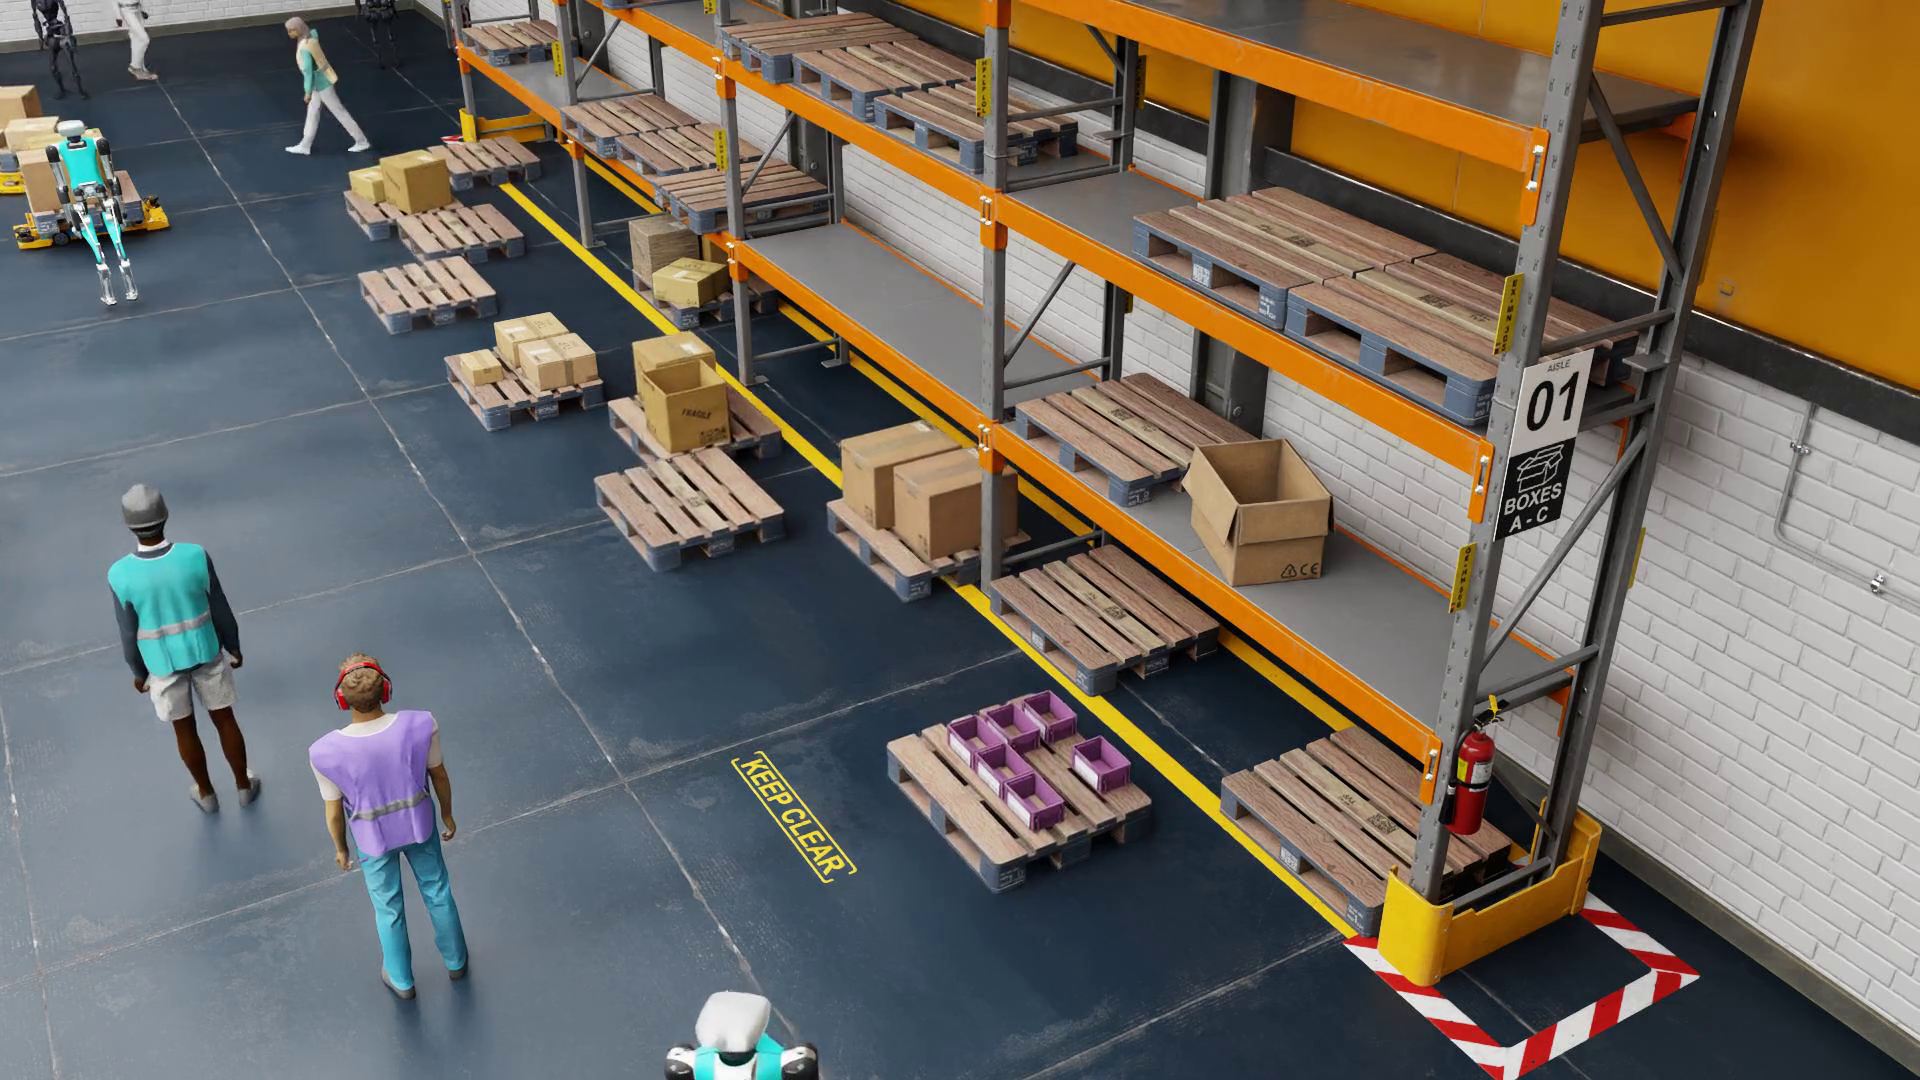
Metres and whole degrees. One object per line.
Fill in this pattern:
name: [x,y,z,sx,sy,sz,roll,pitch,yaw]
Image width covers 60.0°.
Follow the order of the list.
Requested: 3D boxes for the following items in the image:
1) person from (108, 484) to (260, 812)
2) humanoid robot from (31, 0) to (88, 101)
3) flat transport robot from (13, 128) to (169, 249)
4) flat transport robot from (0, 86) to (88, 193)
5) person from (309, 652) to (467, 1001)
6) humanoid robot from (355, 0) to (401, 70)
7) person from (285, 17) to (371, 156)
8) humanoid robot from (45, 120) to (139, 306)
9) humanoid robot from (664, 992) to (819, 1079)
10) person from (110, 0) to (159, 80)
person: [-4.148,0.603,8.900,0.573,1.926,0.488,-18,34,-28]
humanoid robot: [-11.915,-6.652,21.947,0.588,1.653,0.324,7,30,12]
flat transport robot: [-9.181,-3.358,17.560,1.431,0.231,0.659,-16,33,-26]
flat transport robot: [-10.768,-4.292,19.209,0.659,0.231,1.431,-4,30,-8]
person: [-2.602,1.346,7.655,0.563,1.846,0.391,-16,33,-26]
humanoid robot: [-8.230,-7.506,23.440,0.599,1.657,0.315,-16,33,-26]
person: [-7.591,-5.357,19.689,0.984,1.630,0.470,-11,31,-18]
humanoid robot: [-7.889,-2.947,15.211,0.533,1.675,0.735,-16,33,-26]
humanoid robot: [-0.711,2.246,6.266,0.568,1.869,0.837,2,30,3]
person: [-11.343,-7.243,22.792,0.429,1.870,0.605,-1,30,-1]
